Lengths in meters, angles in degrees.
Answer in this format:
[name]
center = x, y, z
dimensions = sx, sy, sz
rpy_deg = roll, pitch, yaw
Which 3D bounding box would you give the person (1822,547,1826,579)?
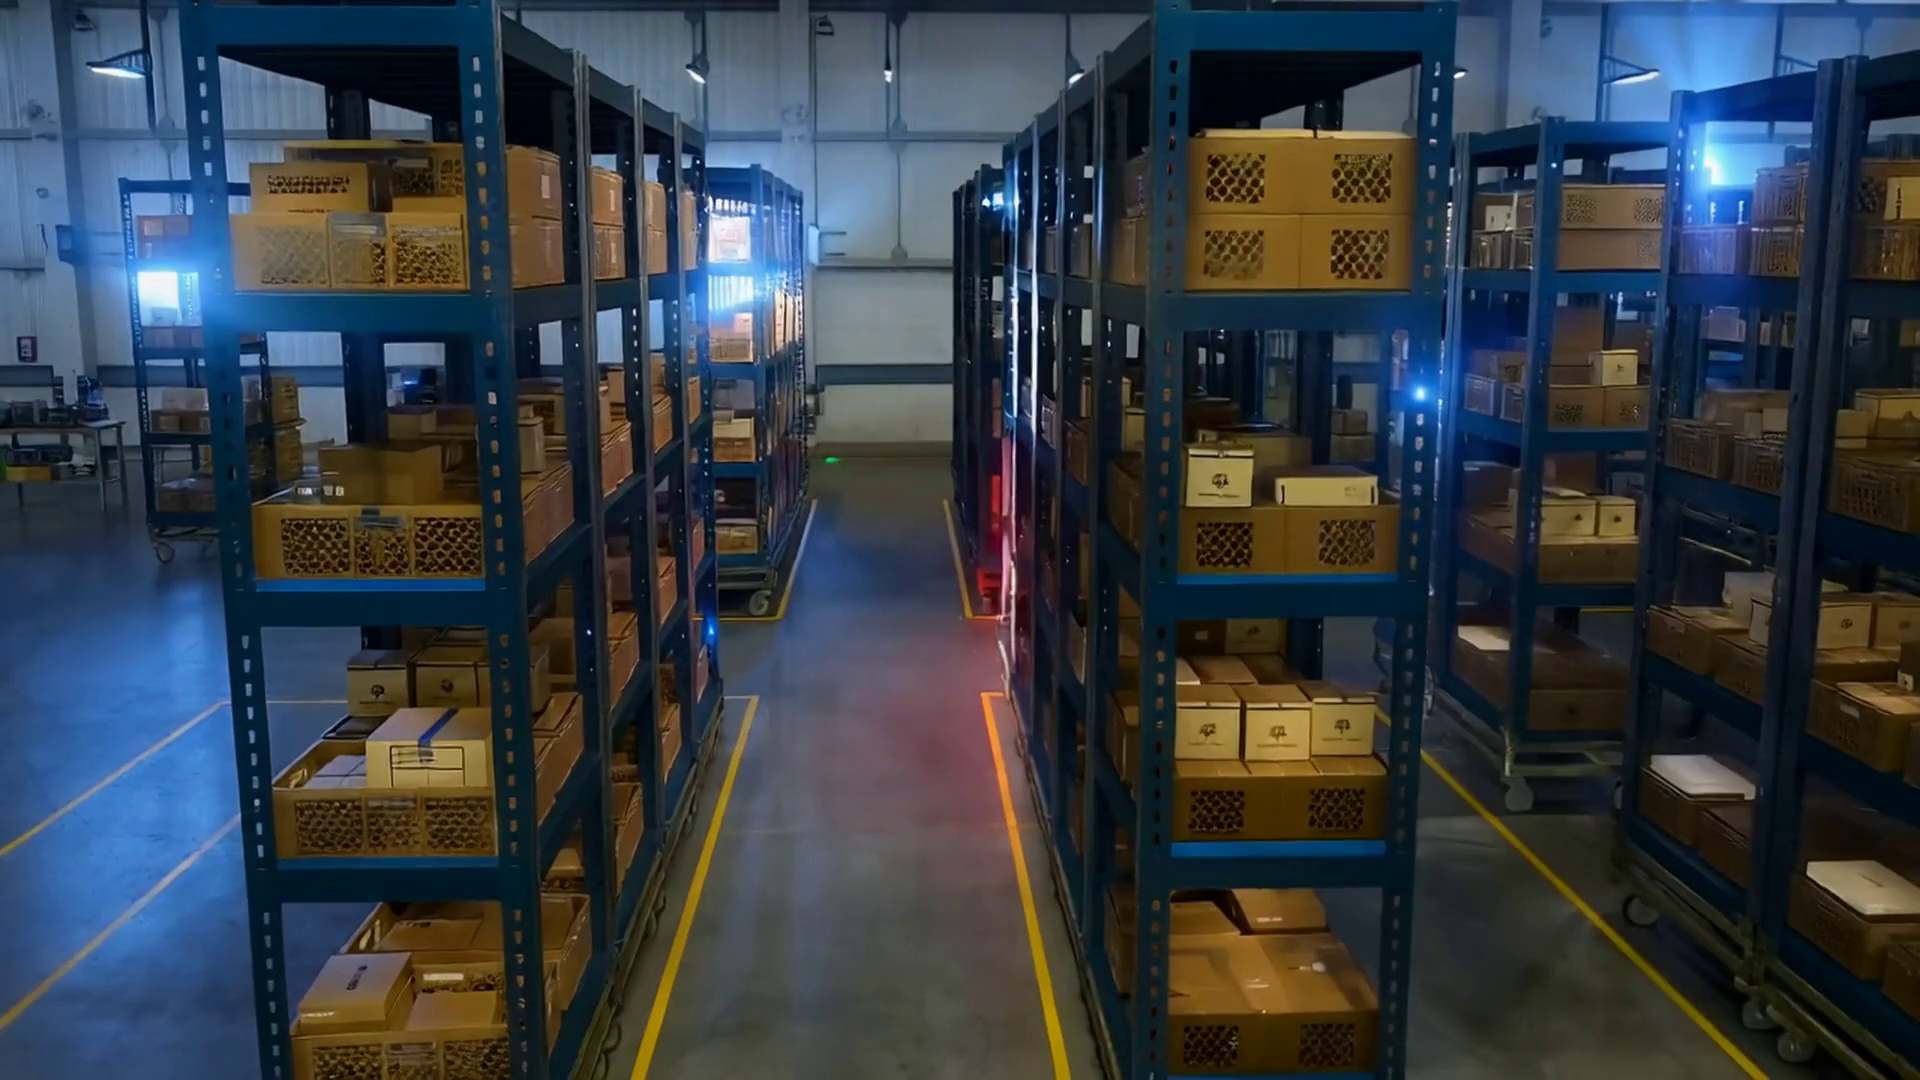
[person]
center = 6.315, -0.211, 12.374
dimensions = 0.397, 2.044, 0.609
rpy_deg = 4, 11, 20
